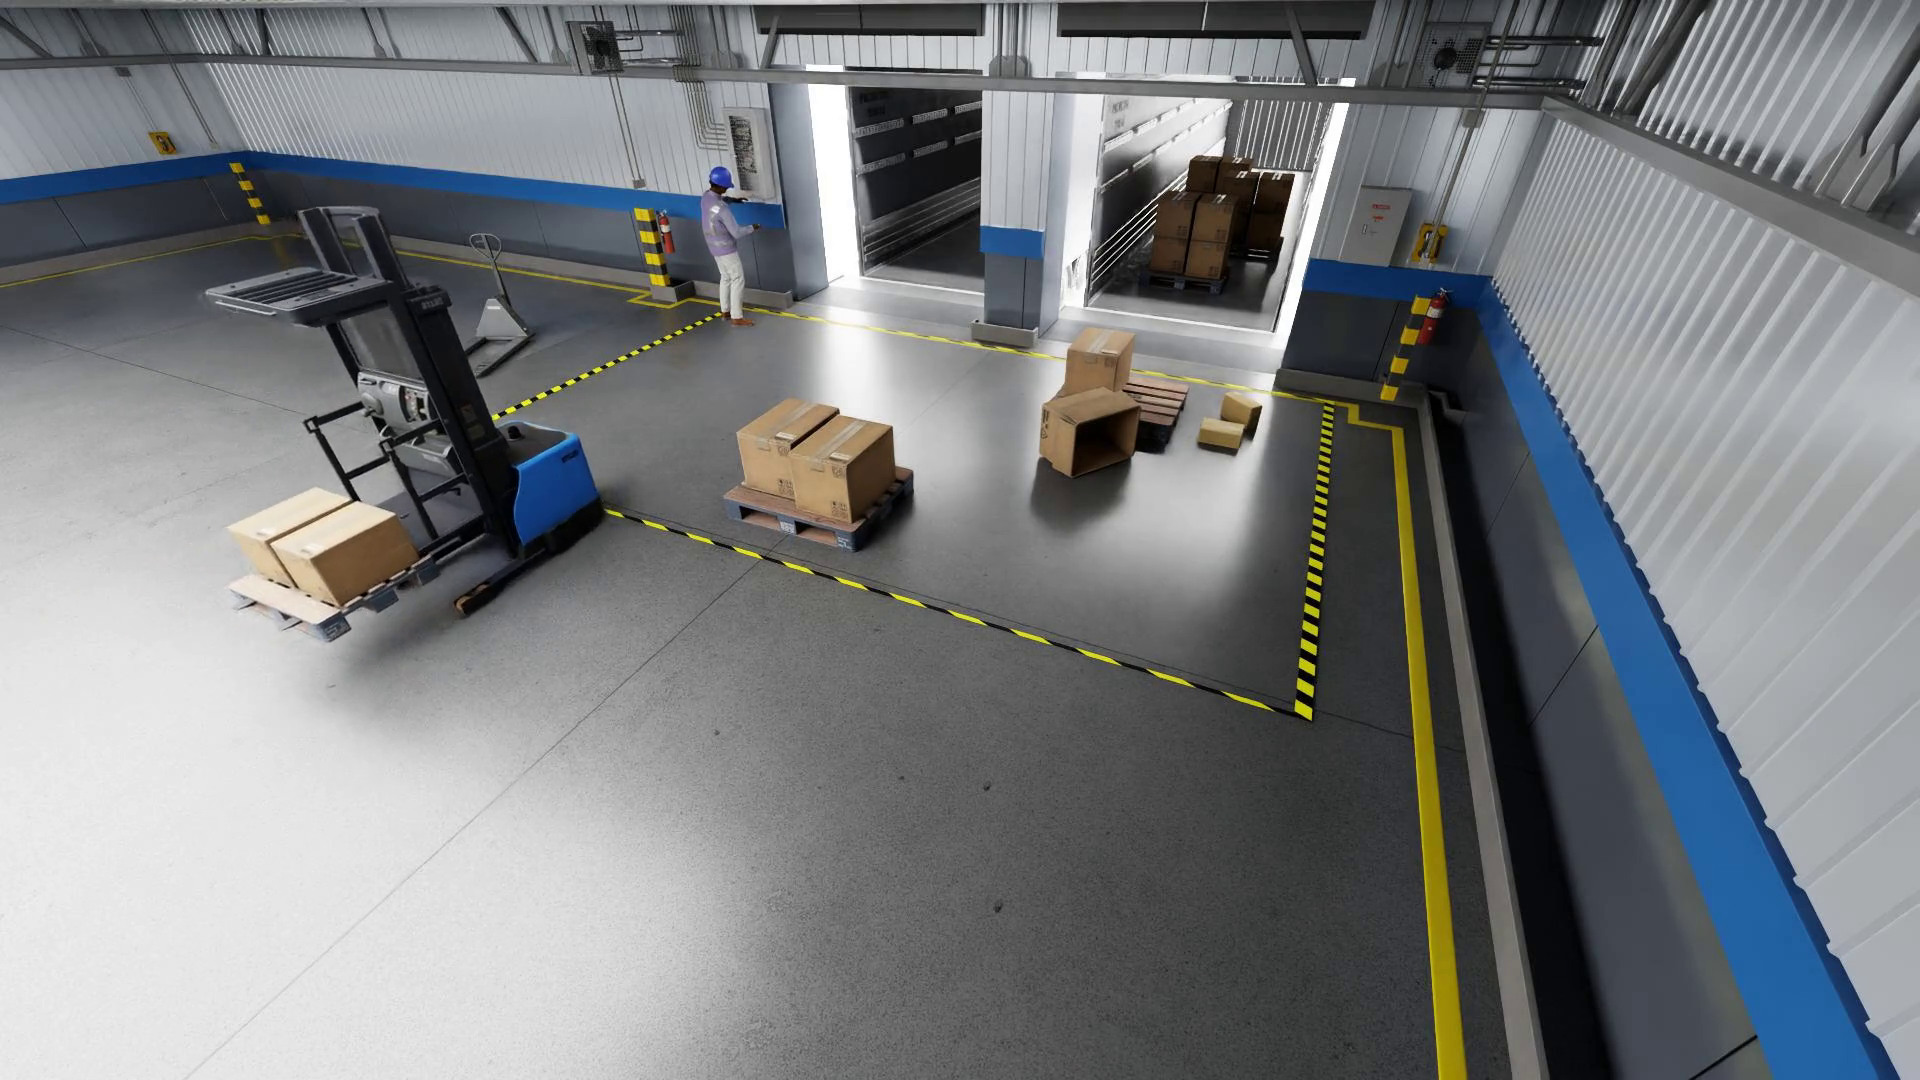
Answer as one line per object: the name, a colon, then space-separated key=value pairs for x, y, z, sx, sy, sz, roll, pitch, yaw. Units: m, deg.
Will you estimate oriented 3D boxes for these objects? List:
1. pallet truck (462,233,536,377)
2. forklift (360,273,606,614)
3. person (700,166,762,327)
pallet truck: x=-5.664 y=-2.712 z=8.427 sx=0.680 sy=1.201 sz=1.601 roll=0 pitch=35 yaw=-1
forklift: x=-3.324 y=-0.841 z=5.110 sx=0.716 sy=2.013 sz=0.776 roll=14 pitch=38 yaw=19
person: x=-2.875 y=-3.718 z=9.285 sx=0.701 sy=1.885 sz=0.782 roll=-25 pitch=43 yaw=-31
